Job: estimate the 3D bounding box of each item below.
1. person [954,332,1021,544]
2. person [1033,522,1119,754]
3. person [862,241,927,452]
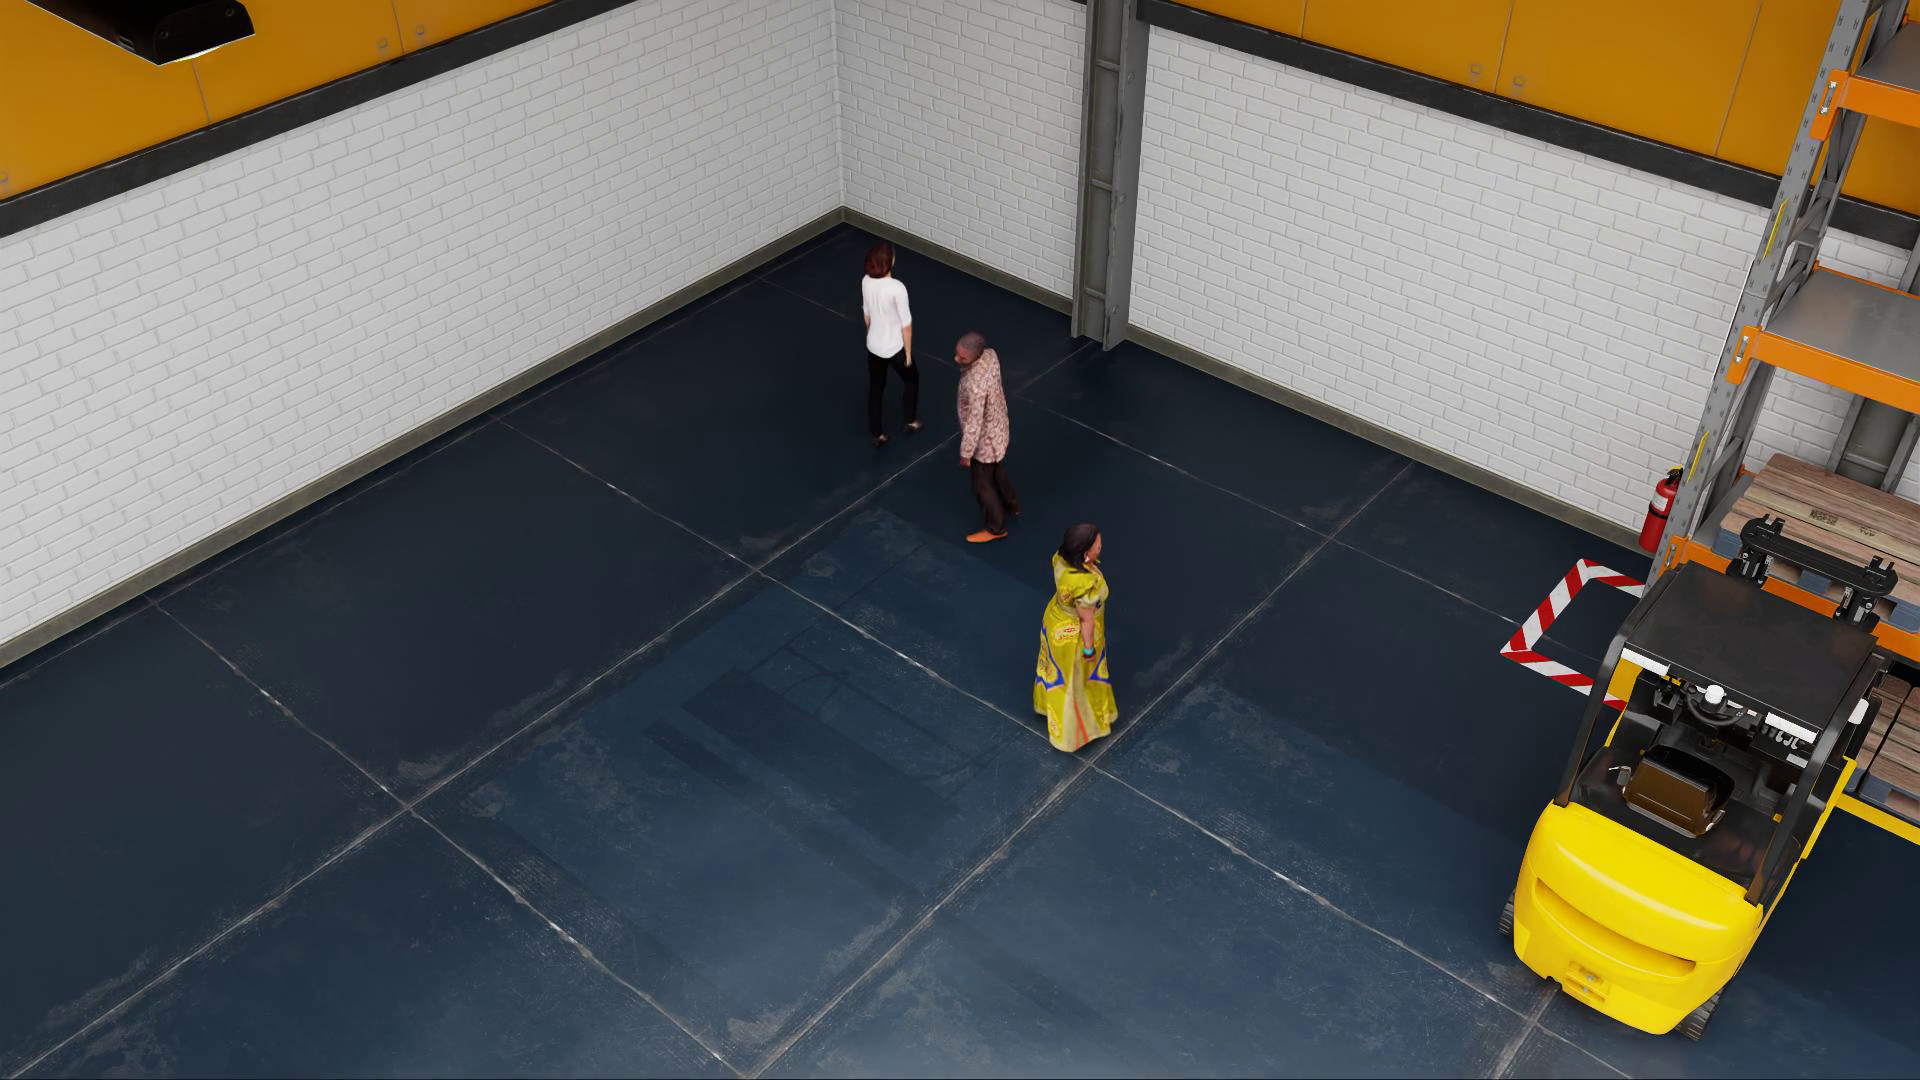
[{"bbox_3d":[0.238,-0.743,11.833,0.896,1.772,0.934,17,42,20],"label":"person"},{"bbox_3d":[0.706,0.568,10.283,1.041,1.657,0.939,-9,40,-12],"label":"person"},{"bbox_3d":[-0.605,-1.415,12.666,0.721,1.782,0.740,22,44,25],"label":"person"}]
